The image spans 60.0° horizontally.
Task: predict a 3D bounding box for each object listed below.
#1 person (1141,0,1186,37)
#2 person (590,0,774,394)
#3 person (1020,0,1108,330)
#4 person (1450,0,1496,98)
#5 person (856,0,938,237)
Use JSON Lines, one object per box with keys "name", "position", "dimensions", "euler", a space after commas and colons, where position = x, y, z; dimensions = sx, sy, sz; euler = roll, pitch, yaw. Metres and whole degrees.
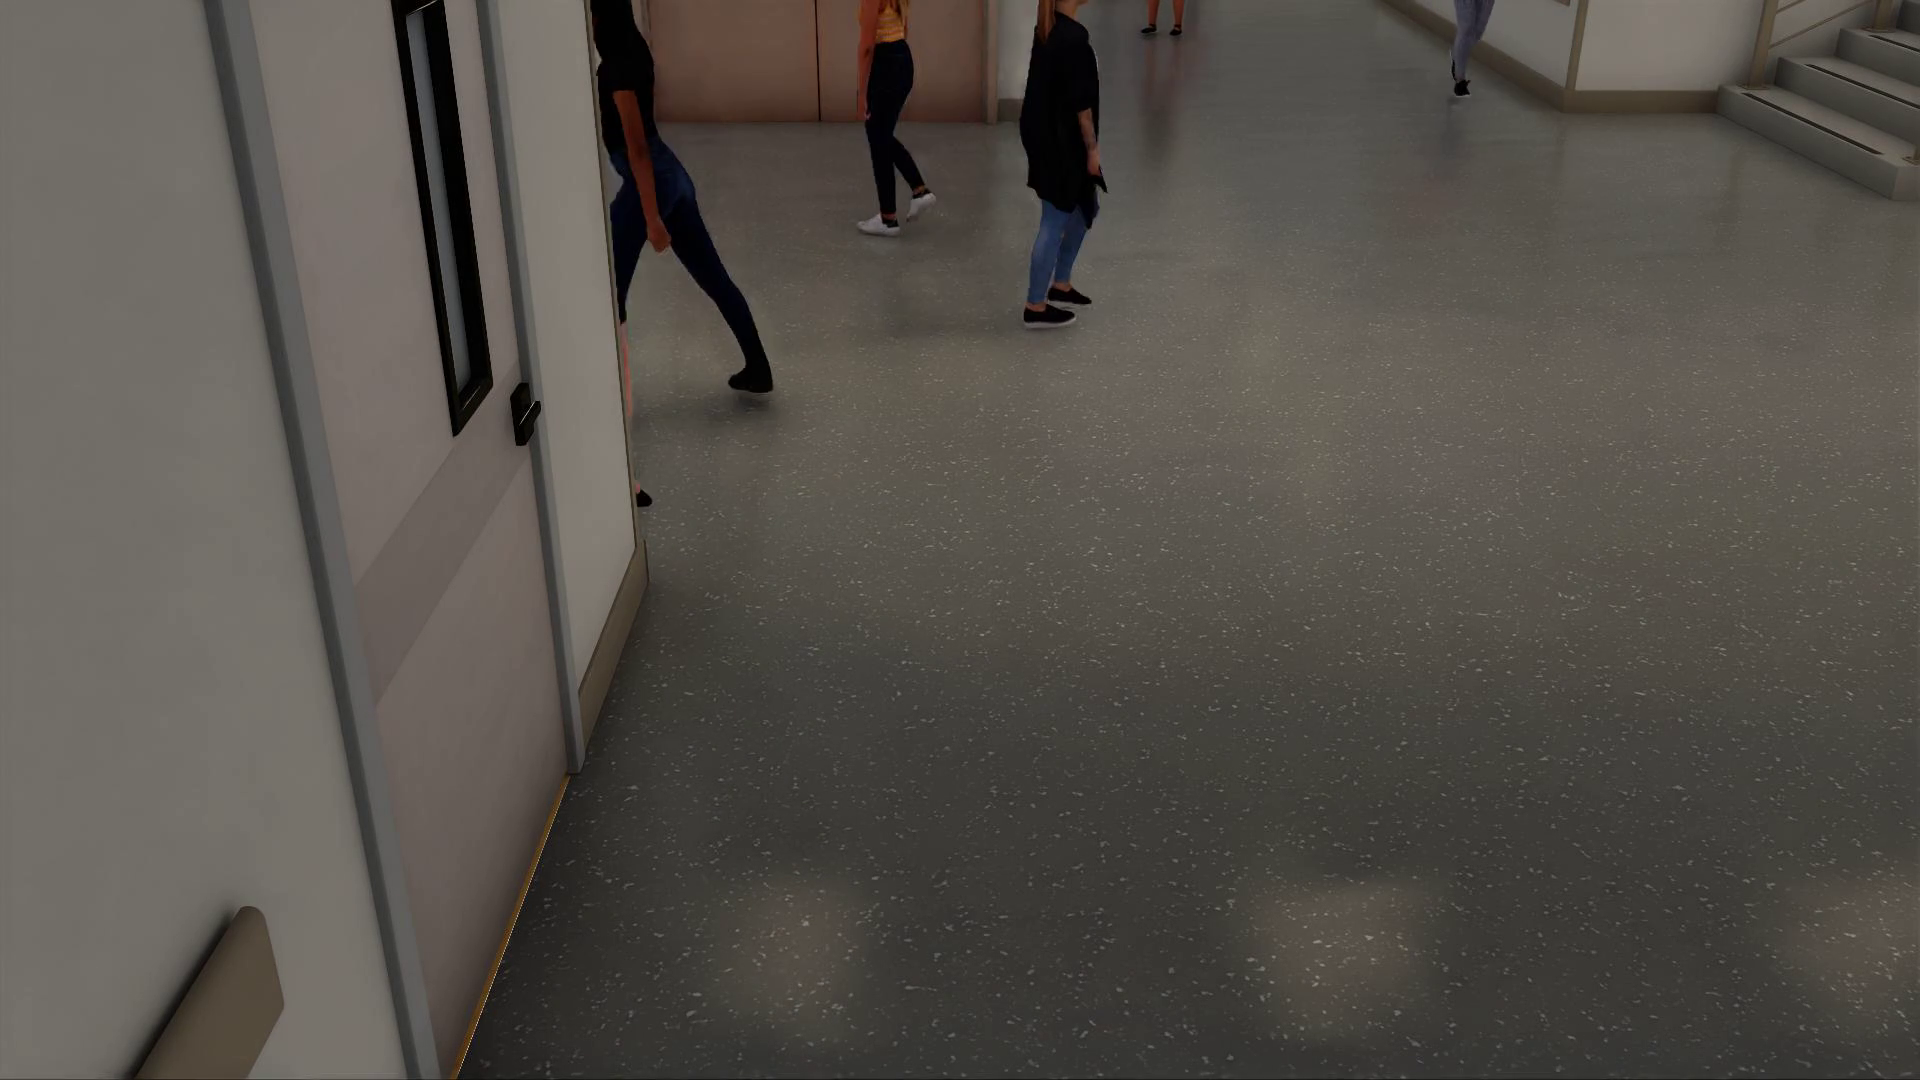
{"name": "person", "position": [1.879, -5.453, 15.099], "dimensions": [0.660, 1.675, 0.745], "euler": [14, 29, 27]}
{"name": "person", "position": [-1.126, -1.277, 6.443], "dimensions": [1.174, 1.670, 0.667], "euler": [2, 26, 4]}
{"name": "person", "position": [0.364, -1.738, 7.417], "dimensions": [0.758, 1.655, 0.725], "euler": [-6, 26, -13]}
{"name": "person", "position": [3.876, -4.229, 12.543], "dimensions": [0.986, 1.688, 0.606], "euler": [0, 26, 0]}
{"name": "person", "position": [-0.321, -2.411, 8.850], "dimensions": [0.812, 1.624, 0.733], "euler": [12, 28, 24]}
